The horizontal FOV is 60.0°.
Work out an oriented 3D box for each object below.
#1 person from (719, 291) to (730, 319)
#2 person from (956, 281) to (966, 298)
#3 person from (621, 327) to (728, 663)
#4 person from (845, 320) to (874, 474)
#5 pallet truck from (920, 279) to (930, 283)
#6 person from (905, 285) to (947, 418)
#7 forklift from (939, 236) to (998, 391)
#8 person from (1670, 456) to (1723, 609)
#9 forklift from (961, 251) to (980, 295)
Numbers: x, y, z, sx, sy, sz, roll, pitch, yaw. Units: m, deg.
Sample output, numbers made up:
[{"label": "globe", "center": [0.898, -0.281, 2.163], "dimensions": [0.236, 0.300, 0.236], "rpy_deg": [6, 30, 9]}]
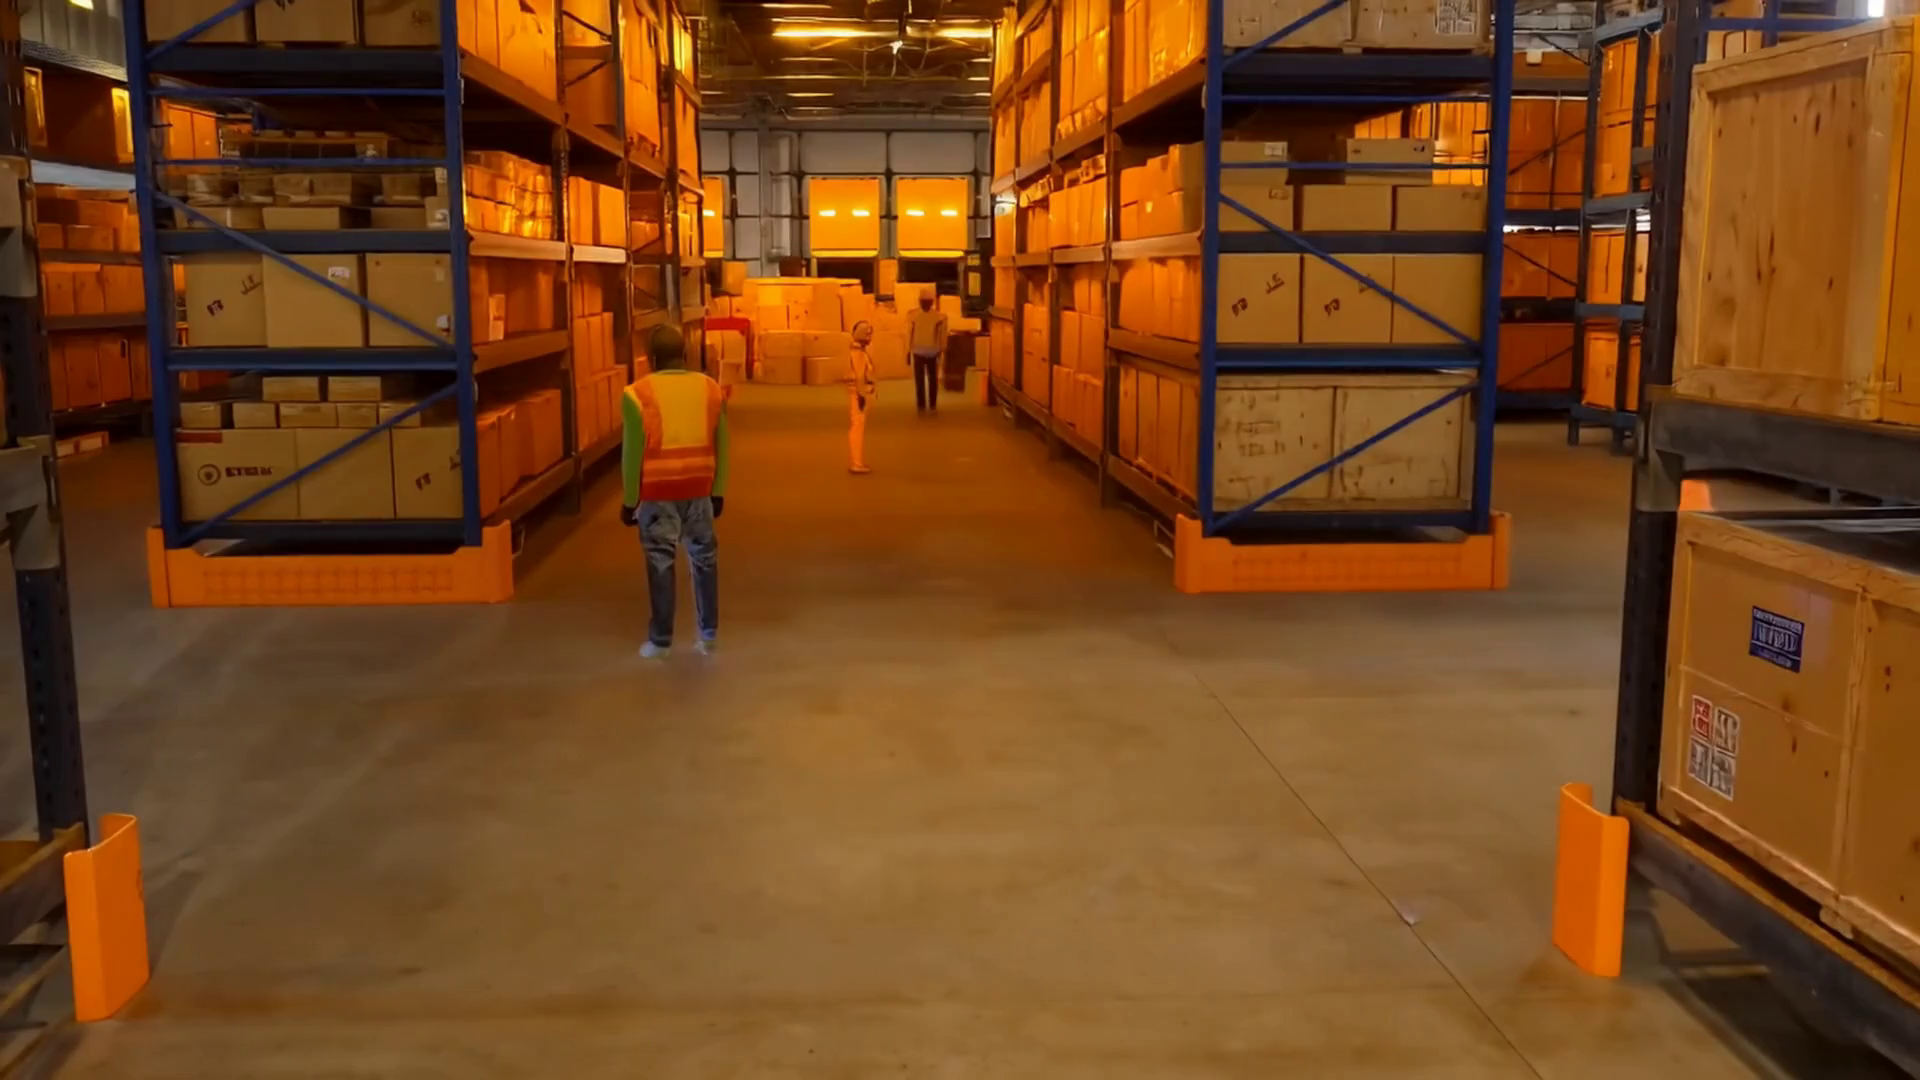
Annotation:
[{"label": "person", "center": [-8.099, -7.789, 57.276], "dimensions": [0.881, 1.570, 0.521], "rpy_deg": [-3, 10, -19]}, {"label": "person", "center": [0.106, -9.015, 63.960], "dimensions": [0.568, 1.914, 0.577], "rpy_deg": [5, 10, 27]}, {"label": "person", "center": [-1.578, -0.246, 9.147], "dimensions": [0.619, 1.838, 0.430], "rpy_deg": [-6, 11, -33]}, {"label": "person", "center": [-1.076, -1.526, 17.807], "dimensions": [0.314, 1.637, 0.514], "rpy_deg": [0, 9, -1]}, {"label": "pallet truck", "center": [-0.932, -8.922, 63.114], "dimensions": [1.885, 1.965, 0.823], "rpy_deg": [2, 9, 13]}, {"label": "person", "center": [-0.506, -2.813, 24.850], "dimensions": [0.628, 1.977, 0.675], "rpy_deg": [0, 9, 0]}, {"label": "forklift", "center": [0.558, -4.167, 30.492], "dimensions": [1.873, 2.768, 1.129], "rpy_deg": [-2, 9, -10]}, {"label": "person", "center": [4.594, -0.353, 10.511], "dimensions": [0.456, 1.618, 0.500], "rpy_deg": [0, 9, 1]}, {"label": "forklift", "center": [0.502, -7.134, 49.122], "dimensions": [1.129, 2.768, 1.873], "rpy_deg": [-2, 9, -11]}]
